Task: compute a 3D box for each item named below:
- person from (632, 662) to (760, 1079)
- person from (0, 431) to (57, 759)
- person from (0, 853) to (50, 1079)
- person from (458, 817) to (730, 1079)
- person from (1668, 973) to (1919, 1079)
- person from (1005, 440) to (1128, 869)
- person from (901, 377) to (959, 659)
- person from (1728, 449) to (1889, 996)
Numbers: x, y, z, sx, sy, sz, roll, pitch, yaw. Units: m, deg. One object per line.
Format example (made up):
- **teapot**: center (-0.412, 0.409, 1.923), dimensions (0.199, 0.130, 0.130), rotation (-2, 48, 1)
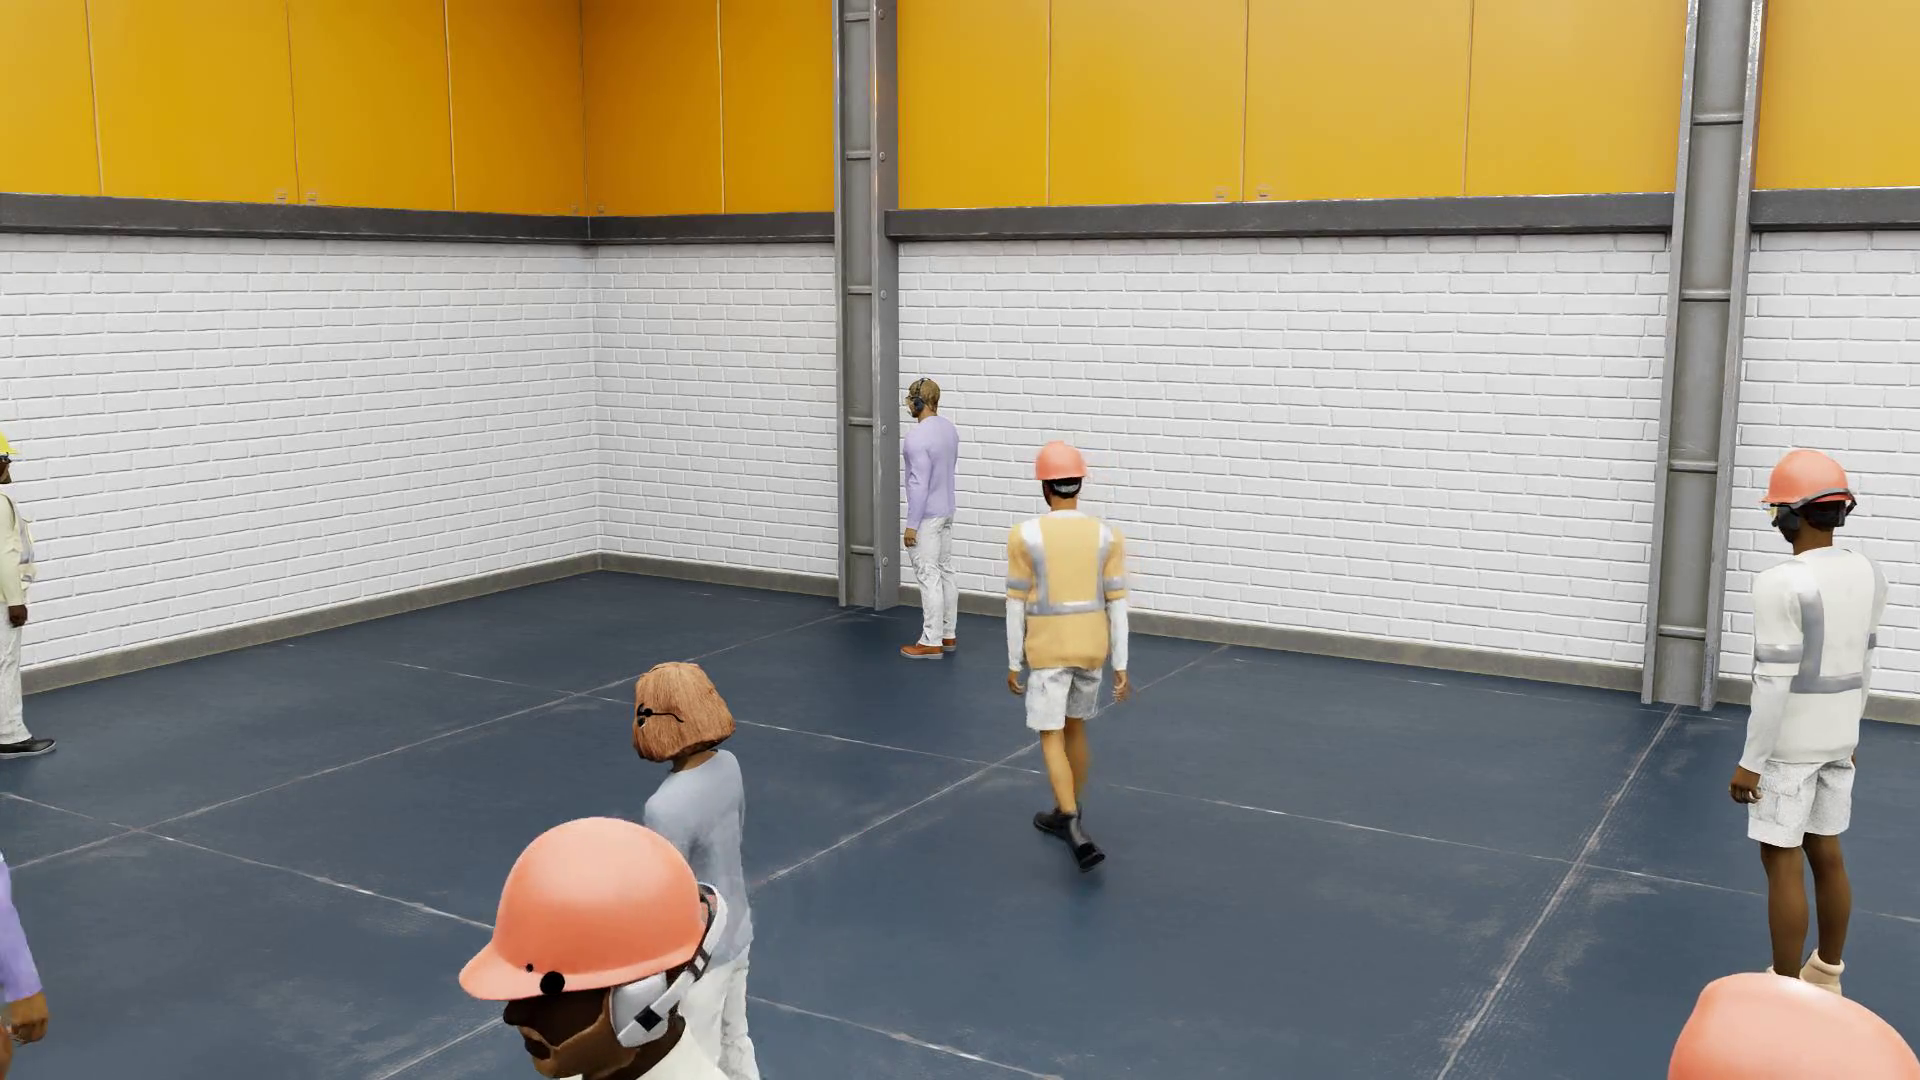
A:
- **person**: center (-0.712, 1.128, 4.484), dimensions (0.288, 1.626, 0.498), rotation (2, 9, 13)
- **person**: center (-5.294, 0.278, 9.127), dimensions (0.590, 1.835, 0.404), rotation (7, 11, 37)
- **person**: center (-2.460, 0.988, 4.103), dimensions (0.649, 2.017, 0.744), rotation (6, 11, 35)
- **person**: center (-0.496, 1.328, 2.180), dimensions (0.977, 1.947, 0.632), rotation (-6, 11, -33)
- **person**: center (0.877, 1.404, 1.810), dimensions (0.372, 1.928, 0.543), rotation (9, 13, 43)
- **person**: center (0.507, 0.514, 7.455), dimensions (0.546, 1.909, 0.832), rotation (-3, 10, -17)
- **person**: center (-0.212, -0.149, 11.467), dimensions (0.355, 1.937, 0.634), rotation (4, 10, 23)
- **person**: center (2.932, 0.700, 5.849), dimensions (0.611, 2.040, 0.392), rotation (-5, 10, -29)
